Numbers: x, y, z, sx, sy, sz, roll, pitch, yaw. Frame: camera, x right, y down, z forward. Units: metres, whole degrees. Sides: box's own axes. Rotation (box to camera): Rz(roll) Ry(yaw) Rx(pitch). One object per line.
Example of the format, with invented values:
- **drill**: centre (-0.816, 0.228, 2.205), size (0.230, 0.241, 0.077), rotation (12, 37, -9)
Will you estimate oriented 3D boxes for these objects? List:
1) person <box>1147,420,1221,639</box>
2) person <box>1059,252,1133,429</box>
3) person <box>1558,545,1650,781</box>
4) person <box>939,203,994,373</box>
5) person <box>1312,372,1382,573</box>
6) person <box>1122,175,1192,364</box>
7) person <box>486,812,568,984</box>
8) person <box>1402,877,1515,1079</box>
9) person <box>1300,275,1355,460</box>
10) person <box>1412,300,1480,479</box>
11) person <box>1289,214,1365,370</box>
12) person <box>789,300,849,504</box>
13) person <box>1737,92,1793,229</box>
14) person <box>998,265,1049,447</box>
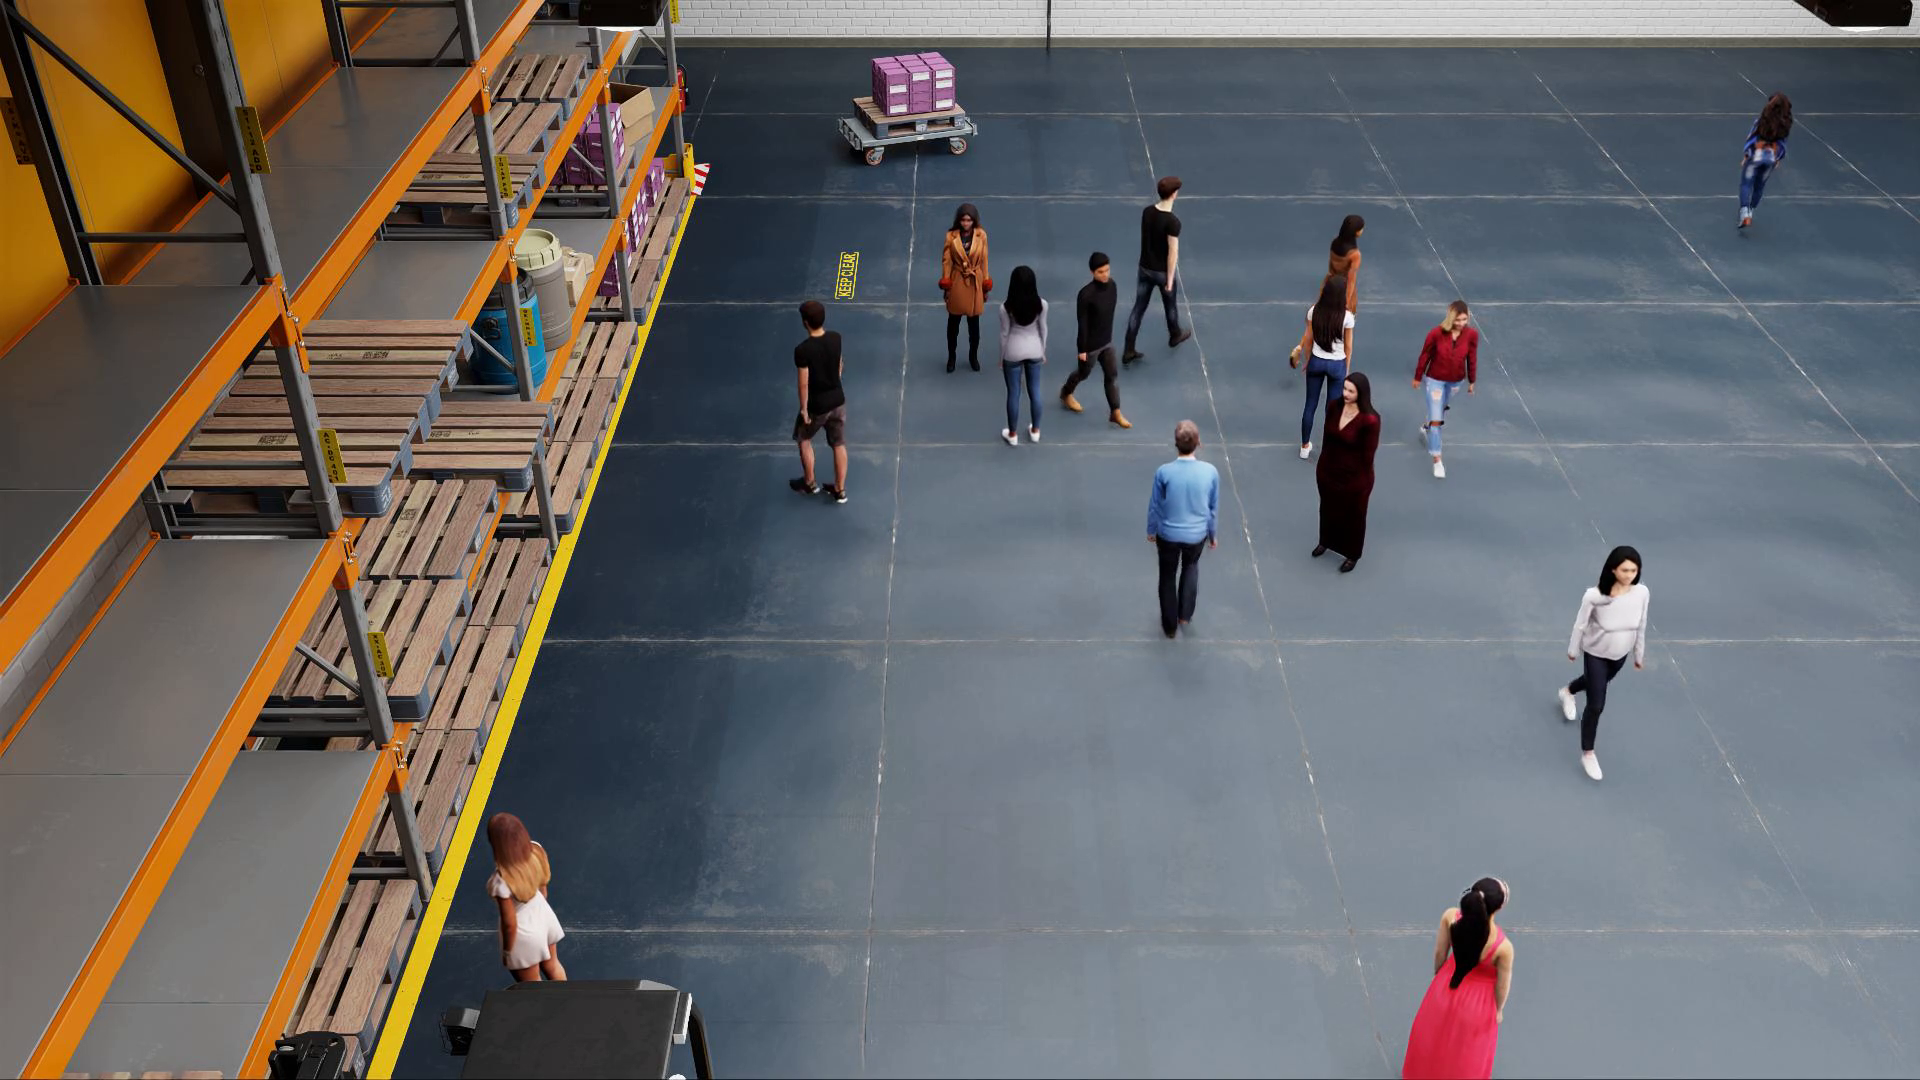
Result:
- **person**: centre (1.672, -0.028, 12.455), size (0.679, 1.805, 0.590), rotation (-1, 34, -1)
- **person**: centre (1.194, -1.882, 15.343), size (1.082, 1.696, 1.169), rotation (-28, 43, -35)
- **person**: centre (4.410, 0.727, 11.446), size (0.739, 1.663, 1.146), rotation (-6, 34, -8)
- **person**: centre (0.048, -2.458, 16.181), size (0.695, 1.727, 0.601), rotation (-3, 34, -4)
- **person**: centre (3.098, -0.563, 13.304), size (0.841, 1.756, 0.771), rotation (-26, 41, -33)
- **person**: centre (1.854, -2.600, 16.284), size (1.144, 1.851, 1.230), rotation (28, 42, 35)
- **person**: centre (-2.400, 2.171, 9.243), size (0.705, 1.697, 0.598), rotation (12, 36, 18)
- **person**: centre (2.675, 2.432, 8.825), size (0.708, 1.727, 0.766), rotation (28, 43, 35)
- **person**: centre (3.241, -1.510, 14.711), size (0.668, 1.775, 0.681), rotation (19, 38, 26)
- **person**: centre (4.275, -1.428, 14.759), size (0.728, 1.586, 1.141), rotation (-5, 34, -7)
- **person**: centre (3.584, -2.322, 16.035), size (0.965, 1.662, 1.013), rotation (-19, 38, -26)
- **person**: centre (-1.105, -1.127, 14.074), size (0.891, 1.843, 0.953), rotation (-23, 40, -30)
- **person**: centre (9.235, -4.363, 19.149), size (0.677, 1.615, 0.789), rotation (5, 34, 7)
- **person**: centre (0.570, -1.656, 14.967), size (0.651, 1.736, 0.603), rotation (-7, 34, -10)
